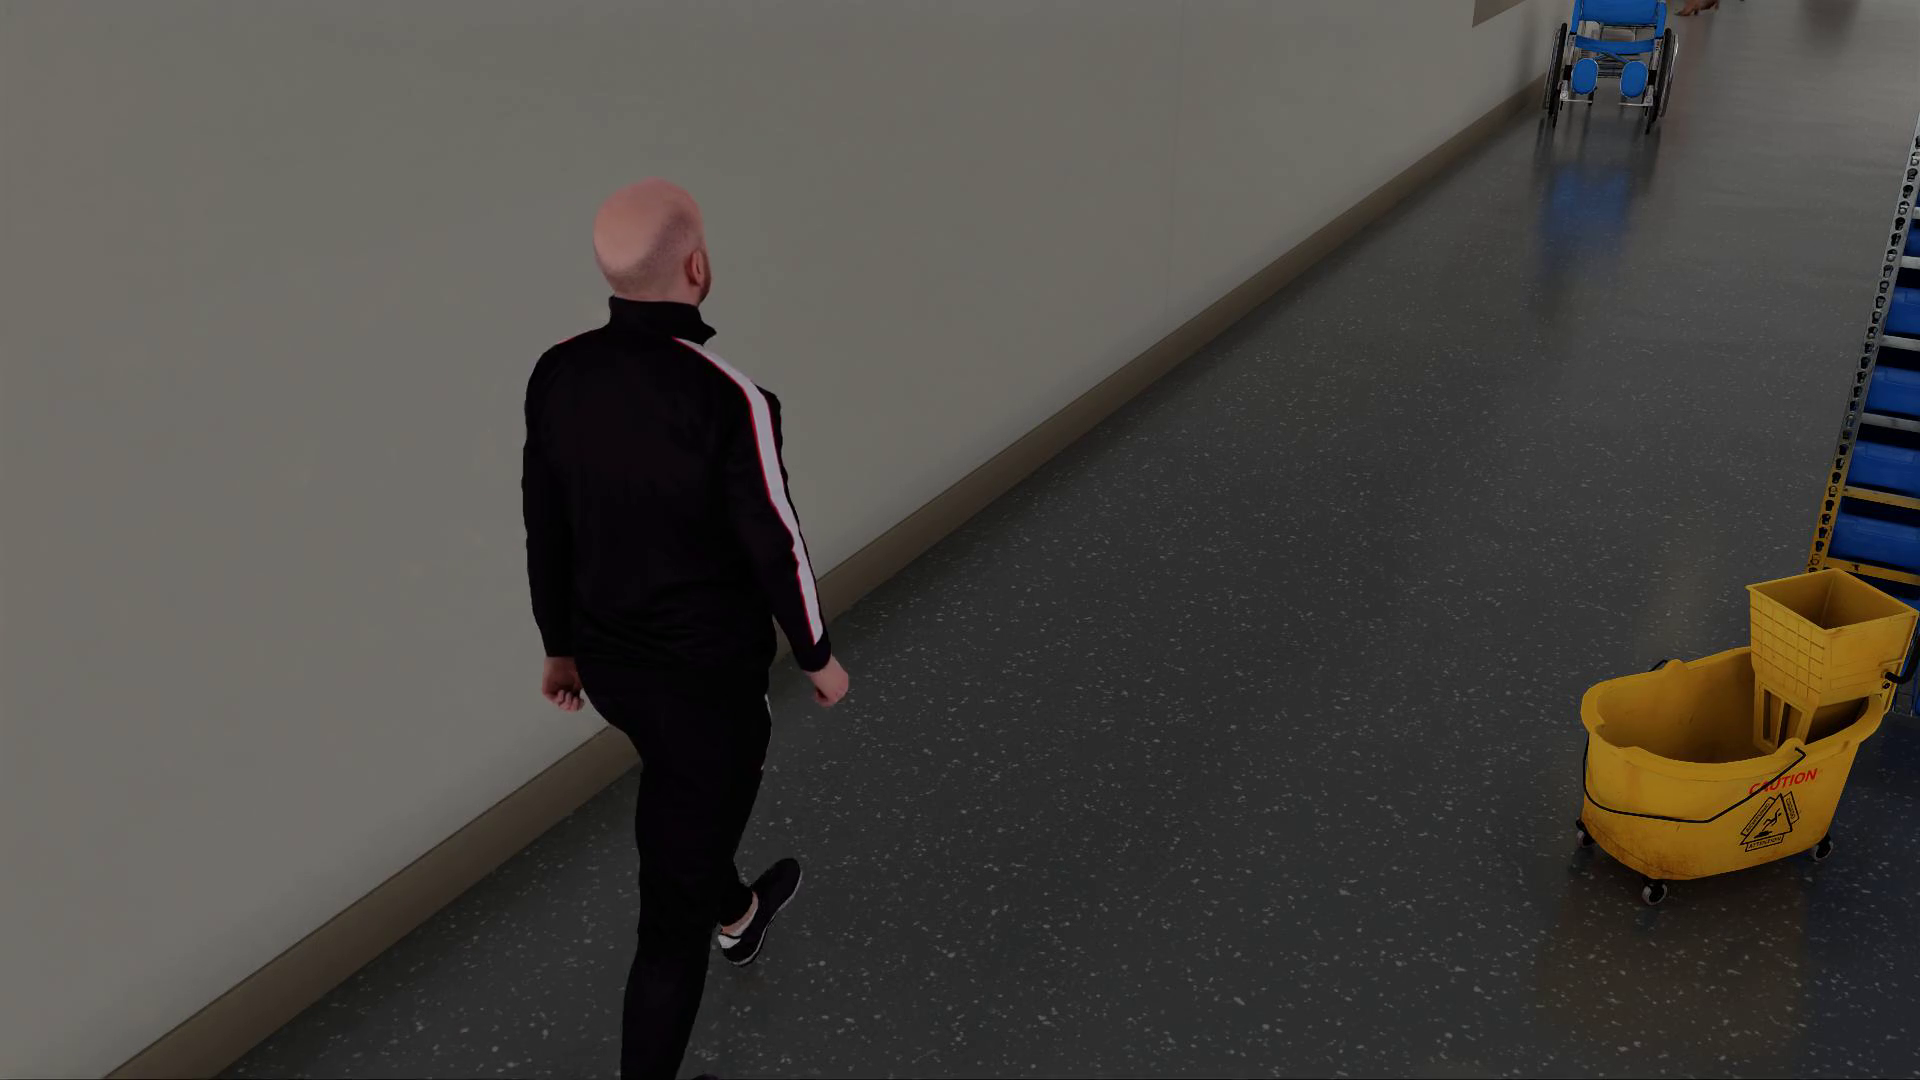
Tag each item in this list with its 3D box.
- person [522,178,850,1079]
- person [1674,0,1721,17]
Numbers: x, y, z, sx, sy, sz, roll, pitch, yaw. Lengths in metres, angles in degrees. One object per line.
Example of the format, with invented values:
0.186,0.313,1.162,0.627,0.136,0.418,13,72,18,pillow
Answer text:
-0.557,0.322,2.919,1.004,1.801,0.743,16,30,29,person
7.252,-5.974,16.049,0.625,1.737,0.768,6,26,13,person
